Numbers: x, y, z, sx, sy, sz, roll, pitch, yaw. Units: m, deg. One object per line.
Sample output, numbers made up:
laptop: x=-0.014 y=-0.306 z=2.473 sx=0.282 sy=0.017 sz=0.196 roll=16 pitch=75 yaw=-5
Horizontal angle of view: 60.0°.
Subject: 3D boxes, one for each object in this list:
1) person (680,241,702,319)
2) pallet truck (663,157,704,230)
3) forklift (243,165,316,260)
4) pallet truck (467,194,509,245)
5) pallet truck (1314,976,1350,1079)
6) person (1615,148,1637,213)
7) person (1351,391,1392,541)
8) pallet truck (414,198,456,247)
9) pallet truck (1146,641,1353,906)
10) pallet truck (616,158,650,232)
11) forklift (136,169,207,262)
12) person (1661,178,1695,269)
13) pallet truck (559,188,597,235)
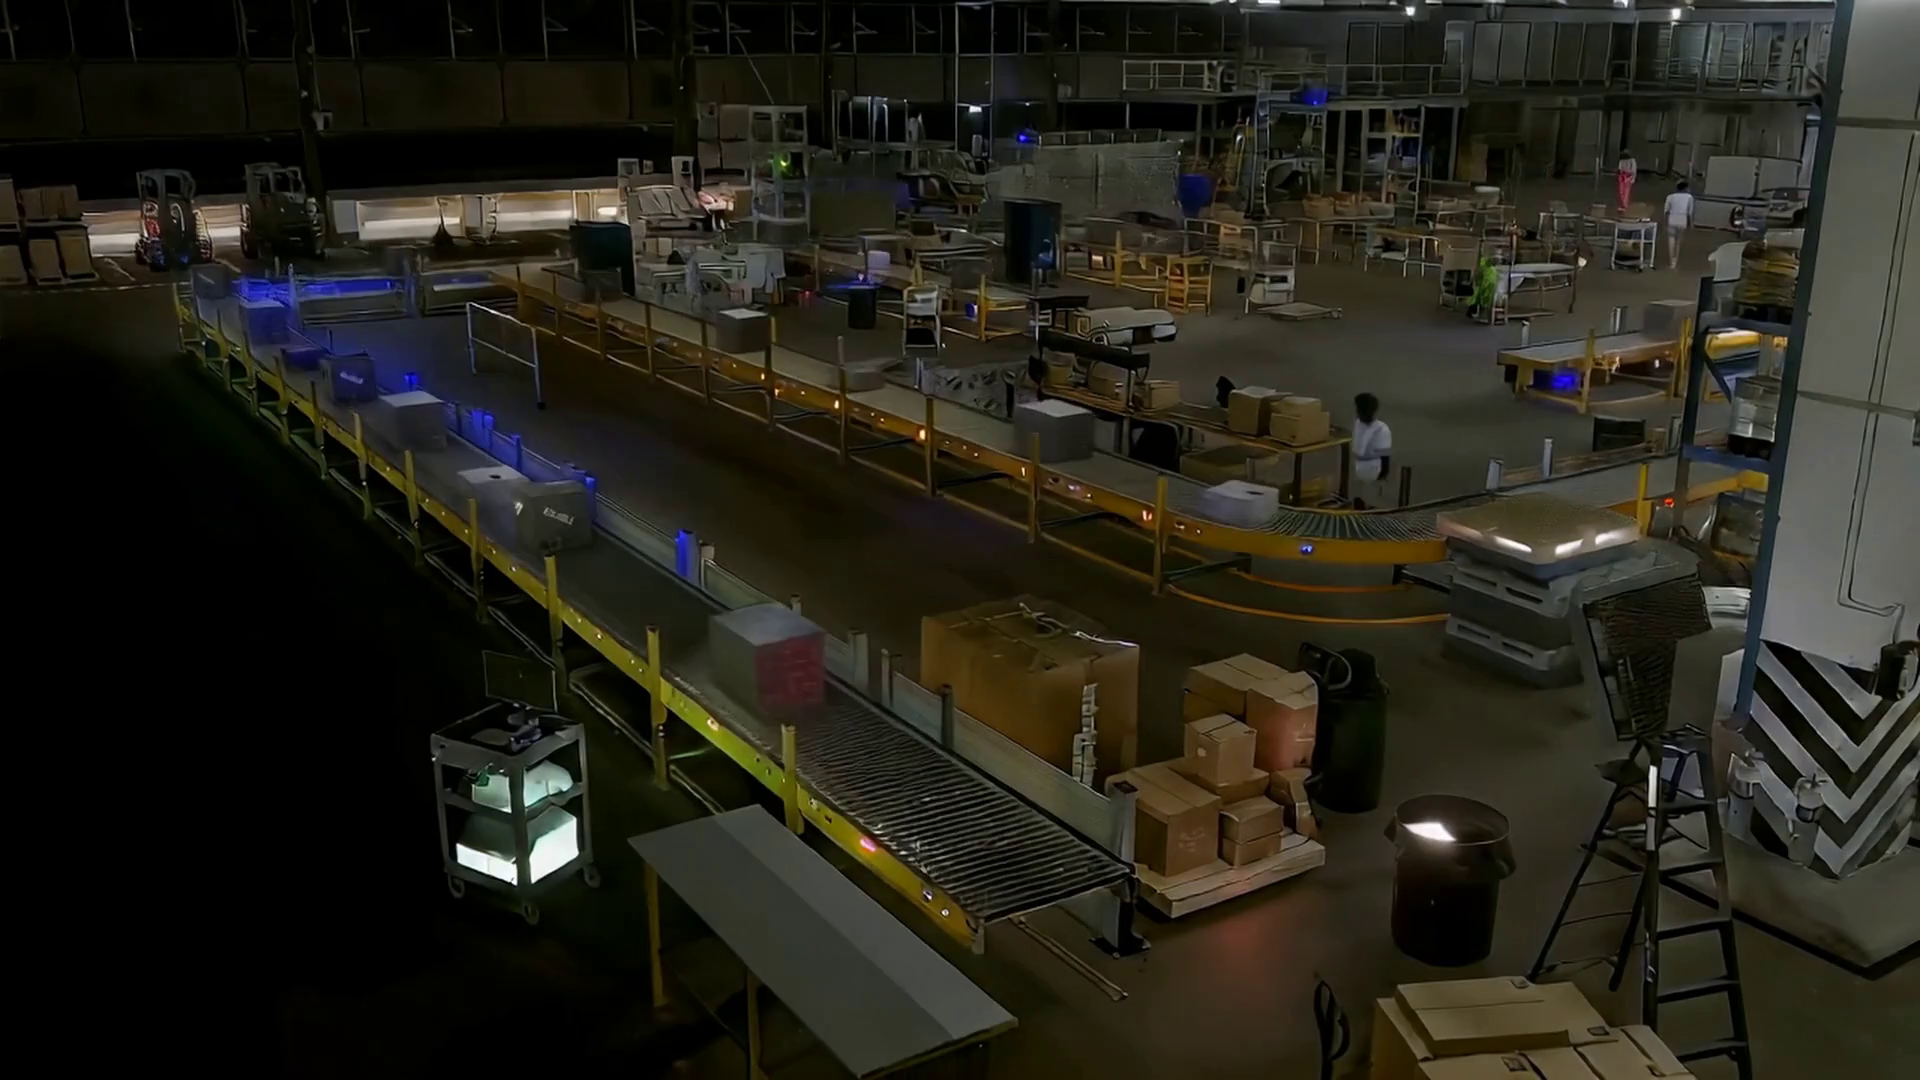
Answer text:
person: x=-4.467 y=-4.097 z=27.750 sx=0.331 sy=1.768 sz=0.526 roll=-3 pitch=17 yaw=-11
pallet truck: x=-7.586 y=-9.308 z=44.692 sx=0.823 sy=1.965 sz=1.885 roll=-11 pitch=20 yaw=-33
forklift: x=-15.898 y=-7.669 z=38.708 sx=1.157 sy=1.987 sz=2.680 roll=-11 pitch=20 yaw=-33
pallet truck: x=-11.983 y=-8.177 z=42.137 sx=0.704 sy=1.261 sz=1.522 roll=-11 pitch=20 yaw=-33
pallet truck: x=2.299 y=2.390 z=7.086 sx=1.601 sy=1.201 sz=0.680 roll=-2 pitch=17 yaw=-7
person: x=19.863 y=-10.727 z=49.628 sx=0.373 sy=1.884 sz=0.583 roll=-10 pitch=19 yaw=-30
person: x=4.142 y=-0.670 z=16.496 sx=0.613 sy=1.671 sz=0.548 roll=-7 pitch=18 yaw=-23
pallet truck: x=-13.250 y=-8.060 z=41.856 sx=0.680 sy=1.201 sz=1.601 roll=-10 pitch=20 yaw=-31
pallet truck: x=1.664 y=1.407 z=10.232 sx=1.630 sy=1.274 sz=0.653 roll=-10 pitch=20 yaw=-31
pallet truck: x=-8.918 y=-9.176 z=44.255 sx=0.823 sy=1.965 sz=1.885 roll=-9 pitch=19 yaw=-27
forklift: x=-17.842 y=-7.318 z=37.559 sx=1.157 sy=1.987 sz=2.680 roll=-10 pitch=20 yaw=-31
person: x=16.161 y=-7.129 z=37.464 sx=0.610 sy=1.993 sz=1.053 roll=3 pitch=17 yaw=9
pallet truck: x=-10.010 y=-8.652 z=43.699 sx=0.653 sy=1.274 sz=1.630 roll=-10 pitch=20 yaw=-31
